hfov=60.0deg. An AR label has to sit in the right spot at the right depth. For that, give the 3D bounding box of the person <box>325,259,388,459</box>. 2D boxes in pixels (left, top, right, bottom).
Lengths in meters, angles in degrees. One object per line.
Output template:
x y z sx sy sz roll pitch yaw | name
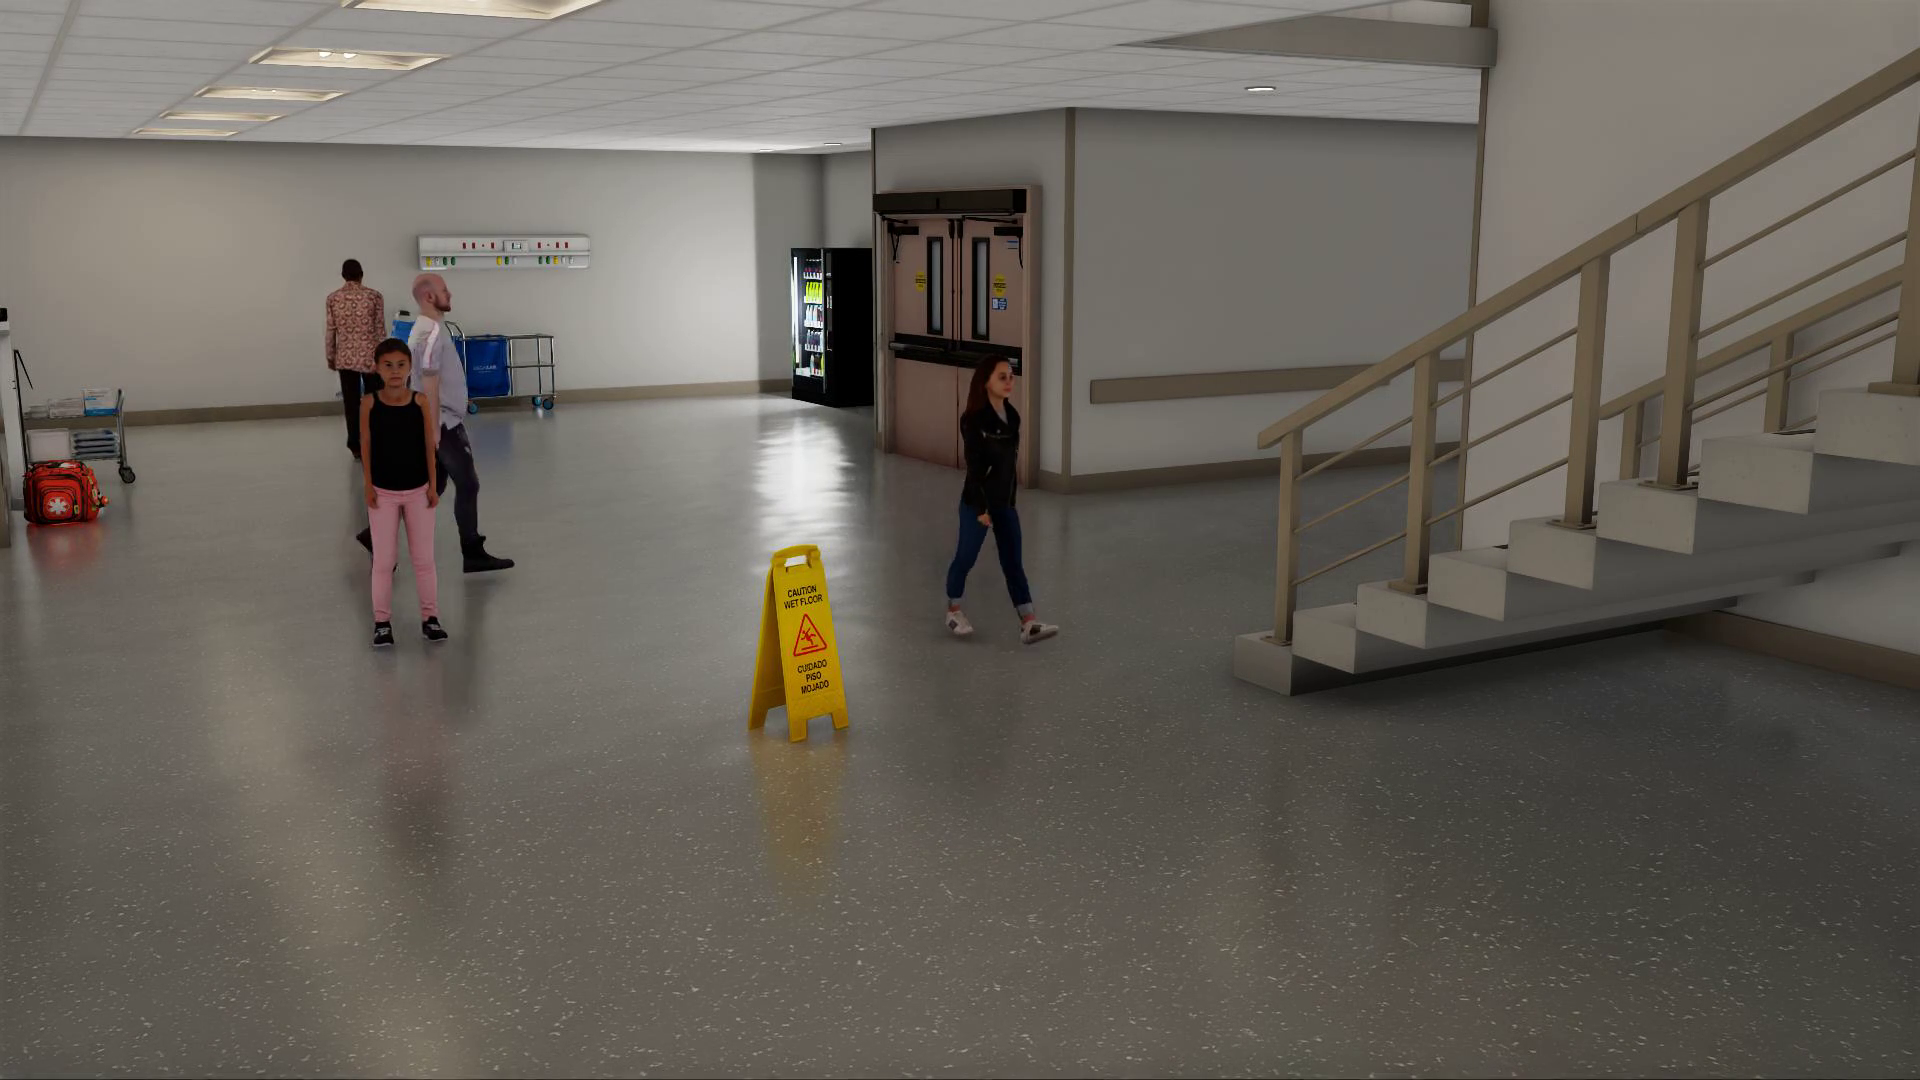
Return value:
-5.444 -1.614 15.028 0.908 1.780 1.105 -2 11 -12 | person

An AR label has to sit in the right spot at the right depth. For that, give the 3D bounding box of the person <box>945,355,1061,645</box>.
0.090 -0.187 8.422 0.700 1.439 1.017 -9 14 -41 | person

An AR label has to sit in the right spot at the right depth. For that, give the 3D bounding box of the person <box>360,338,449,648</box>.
-2.821 -0.240 8.376 0.528 1.562 0.517 -5 12 -23 | person

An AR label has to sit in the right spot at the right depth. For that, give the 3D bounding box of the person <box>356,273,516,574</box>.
-3.221 -0.668 9.980 0.890 1.805 1.140 -4 11 -18 | person
